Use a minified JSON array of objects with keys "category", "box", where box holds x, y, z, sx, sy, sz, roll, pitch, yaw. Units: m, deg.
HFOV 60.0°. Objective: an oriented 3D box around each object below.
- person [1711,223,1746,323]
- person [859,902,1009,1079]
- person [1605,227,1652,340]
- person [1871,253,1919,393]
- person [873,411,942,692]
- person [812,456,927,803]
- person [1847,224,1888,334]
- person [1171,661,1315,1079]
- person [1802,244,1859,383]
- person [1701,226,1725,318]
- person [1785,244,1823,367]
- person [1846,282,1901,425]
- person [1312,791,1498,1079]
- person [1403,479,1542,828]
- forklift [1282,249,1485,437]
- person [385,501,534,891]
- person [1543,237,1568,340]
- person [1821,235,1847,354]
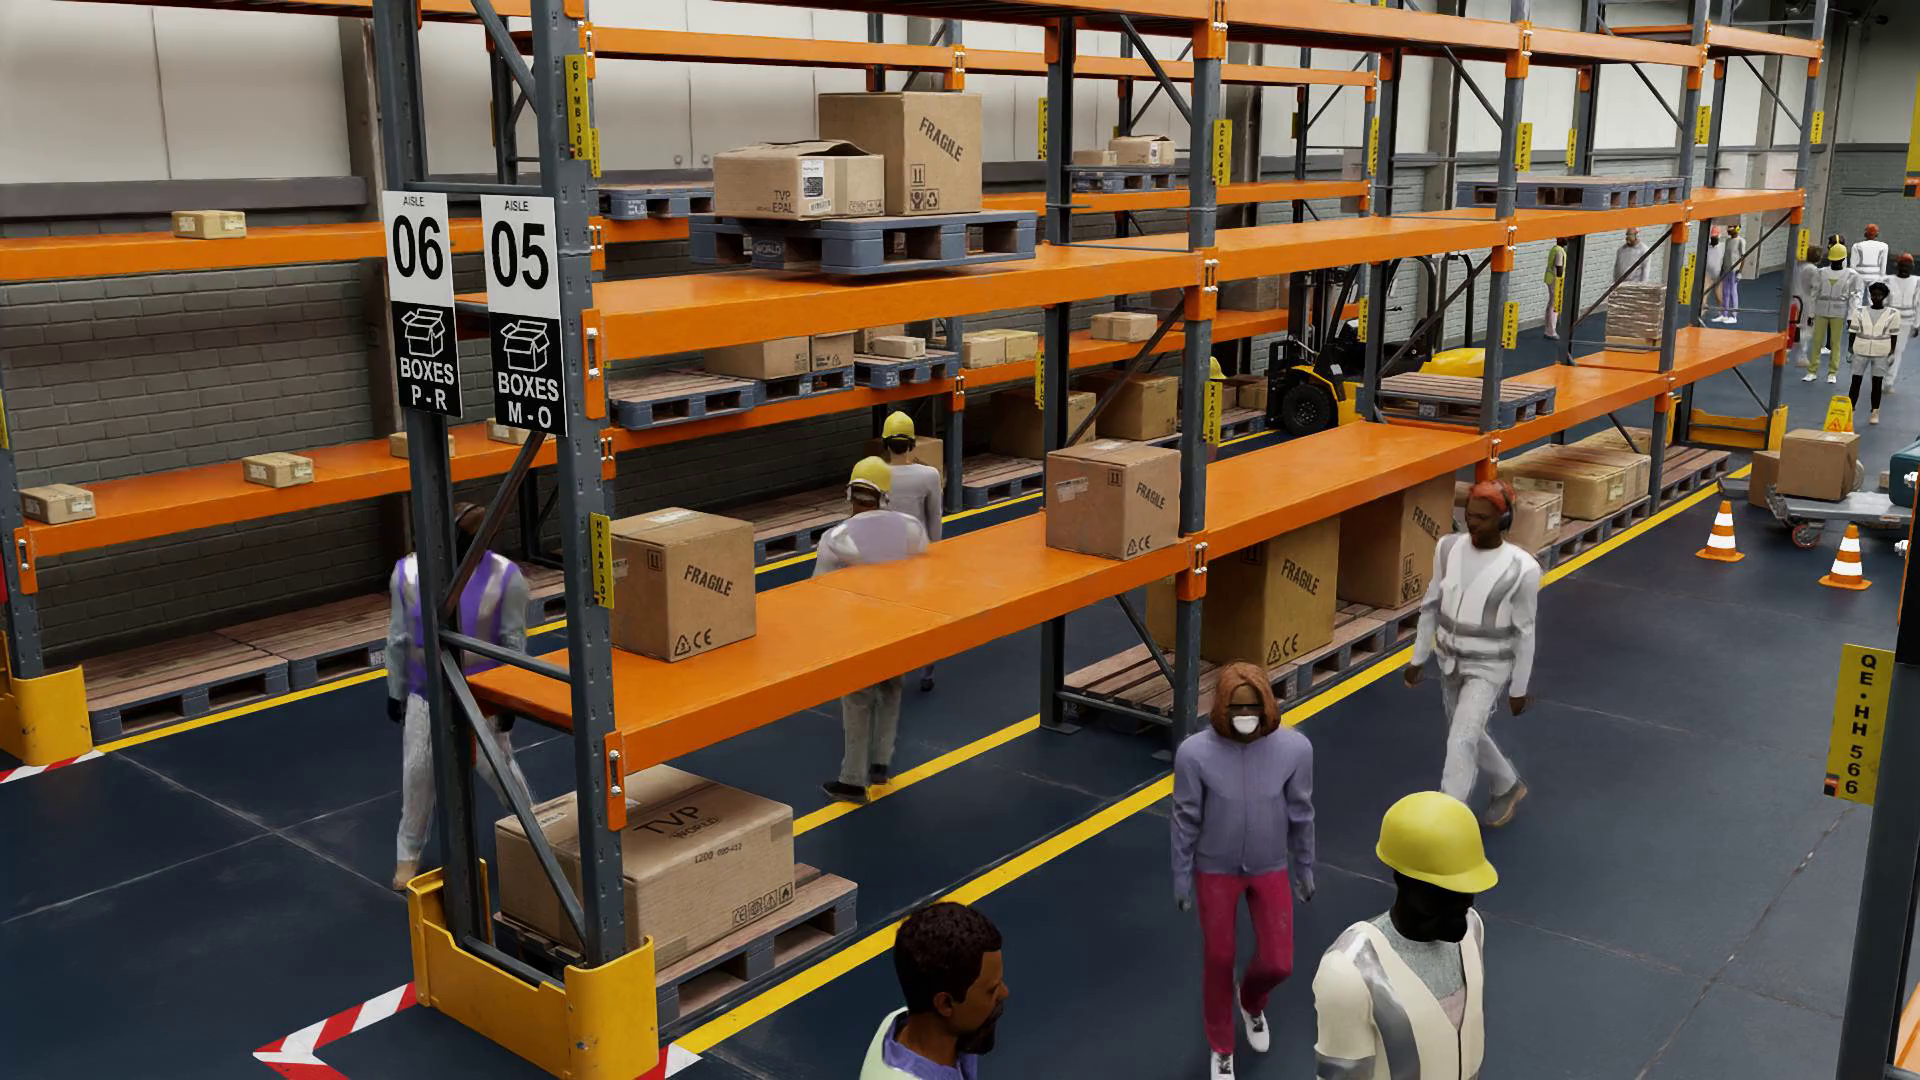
[{"category":"person","box":[14.065,-4.892,30.342,0.310,1.868,0.532,-4,14,-14]},{"category":"person","box":[-0.086,1.667,3.552,0.387,1.915,0.591,0,14,-1]},{"category":"person","box":[11.106,-4.245,27.629,0.399,1.909,0.642,-8,16,-30]},{"category":"person","box":[12.483,-2.878,22.149,0.571,1.869,0.430,4,14,15]},{"category":"person","box":[-0.368,0.087,10.282,0.524,1.770,0.315,-3,14,-13]},{"category":"person","box":[-0.485,0.471,8.623,0.681,1.807,0.435,-7,16,-27]},{"category":"person","box":[15.600,-4.481,28.639,0.575,1.883,0.362,4,14,16]},{"category":"person","box":[1.021,1.210,6.001,0.533,1.619,0.375,0,14,1]},{"category":"person","box":[12.100,-3.140,23.110,0.586,1.917,0.381,11,17,37]},{"category":"person","box":[14.153,-5.031,31.224,0.580,1.720,0.846,13,19,43]},{"category":"person","box":[12.417,-3.434,24.485,0.575,1.831,0.536,1,14,2]},{"category":"person","box":[10.859,-2.222,19.824,0.541,1.695,0.316,9,16,33]},{"category":"person","box":[1.095,1.522,4.105,0.585,1.927,0.366,-12,18,-41]},{"category":"person","box":[2.515,0.598,8.030,0.927,1.855,0.583,-9,16,-31]},{"category":"forklift","box":[4.886,-2.214,18.767,2.313,2.155,1.214,11,18,38]},{"category":"person","box":[-2.339,0.698,7.746,0.669,1.801,0.551,0,14,1]},{"category":"person","box":[9.998,-4.276,27.895,0.390,1.839,0.565,2,14,9]},{"category":"person","box":[13.698,-3.847,26.115,0.334,1.860,0.509,8,16,30]}]
